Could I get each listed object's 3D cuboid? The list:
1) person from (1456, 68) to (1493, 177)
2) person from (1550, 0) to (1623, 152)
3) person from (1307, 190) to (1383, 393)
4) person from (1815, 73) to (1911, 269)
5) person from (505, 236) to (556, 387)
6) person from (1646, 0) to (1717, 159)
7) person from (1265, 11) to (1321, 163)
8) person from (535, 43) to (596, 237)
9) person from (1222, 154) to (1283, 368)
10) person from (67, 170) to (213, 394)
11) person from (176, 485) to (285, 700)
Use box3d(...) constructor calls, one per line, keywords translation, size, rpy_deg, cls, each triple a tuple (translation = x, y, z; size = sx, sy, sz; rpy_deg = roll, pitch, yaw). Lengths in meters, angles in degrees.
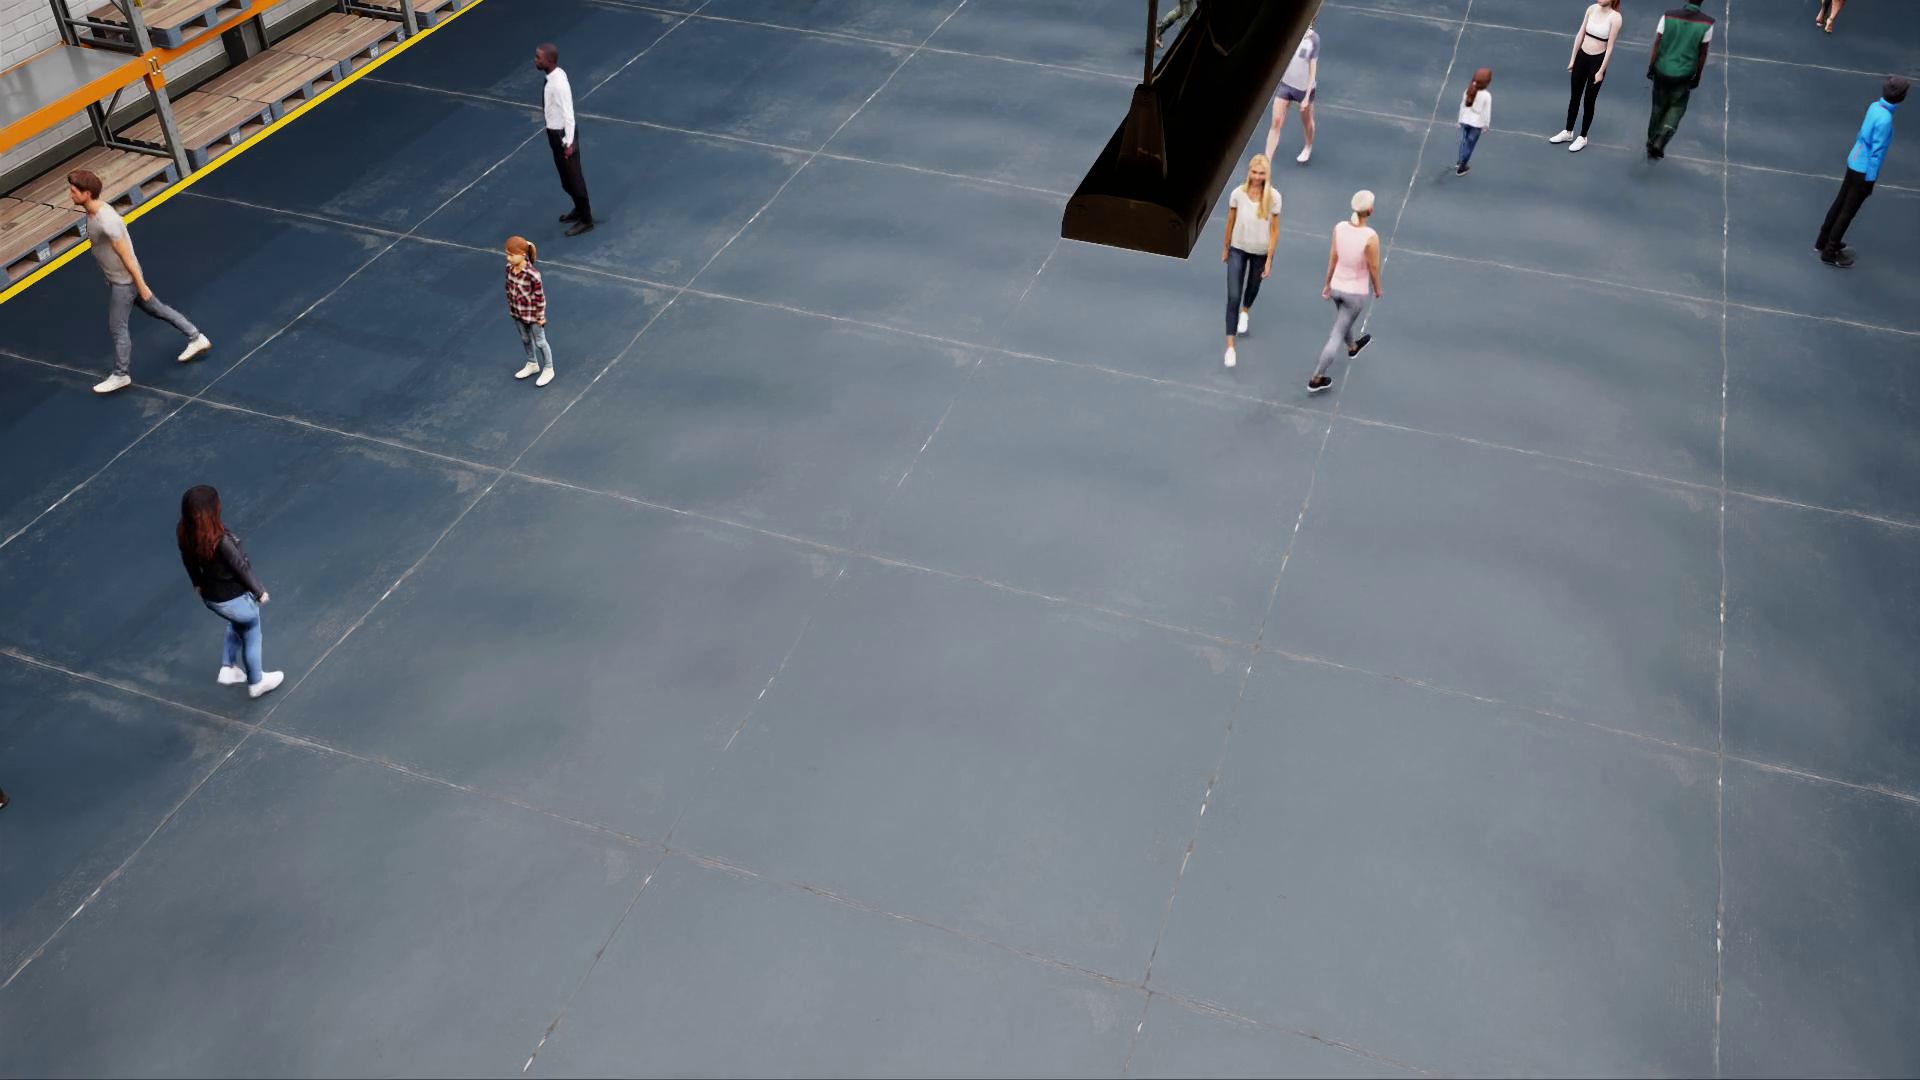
box3d(translation=(5.121, -4.190, 16.699), size=(0.582, 1.104, 0.531), rpy_deg=(-30, 47, -32), cls="person")
box3d(translation=(6.464, -4.863, 17.031), size=(0.704, 1.741, 0.672), rpy_deg=(-23, 44, -26), cls="person")
box3d(translation=(3.091, -1.961, 13.452), size=(1.188, 1.673, 0.930), rpy_deg=(-28, 47, -31), cls="person")
box3d(translation=(8.197, -3.380, 15.132), size=(0.710, 1.794, 0.517), rpy_deg=(7, 39, 8), cls="person")
box3d(translation=(-3.550, -1.898, 13.670), size=(0.569, 1.302, 0.561), rpy_deg=(20, 43, 23), cls="person")
box3d(translation=(7.156, -4.666, 16.716), size=(0.762, 1.826, 0.913), rpy_deg=(20, 43, 23), cls="person")
box3d(translation=(3.426, -4.525, 16.629), size=(0.864, 1.716, 1.202), rpy_deg=(28, 46, 31), cls="person")
box3d(translation=(-3.695, -3.766, 15.583), size=(0.775, 1.835, 0.692), rpy_deg=(-13, 40, -16), cls="person")
box3d(translation=(2.443, -2.420, 13.956), size=(0.722, 1.760, 1.193), rpy_deg=(7, 39, 8), cls="person")
box3d(translation=(-6.712, -2.158, 13.563), size=(1.301, 1.843, 1.108), rpy_deg=(-25, 45, -28), cls="person")
box3d(translation=(-4.699, 0.392, 10.545), size=(0.703, 1.624, 0.712), rpy_deg=(22, 43, 25), cls="person")
